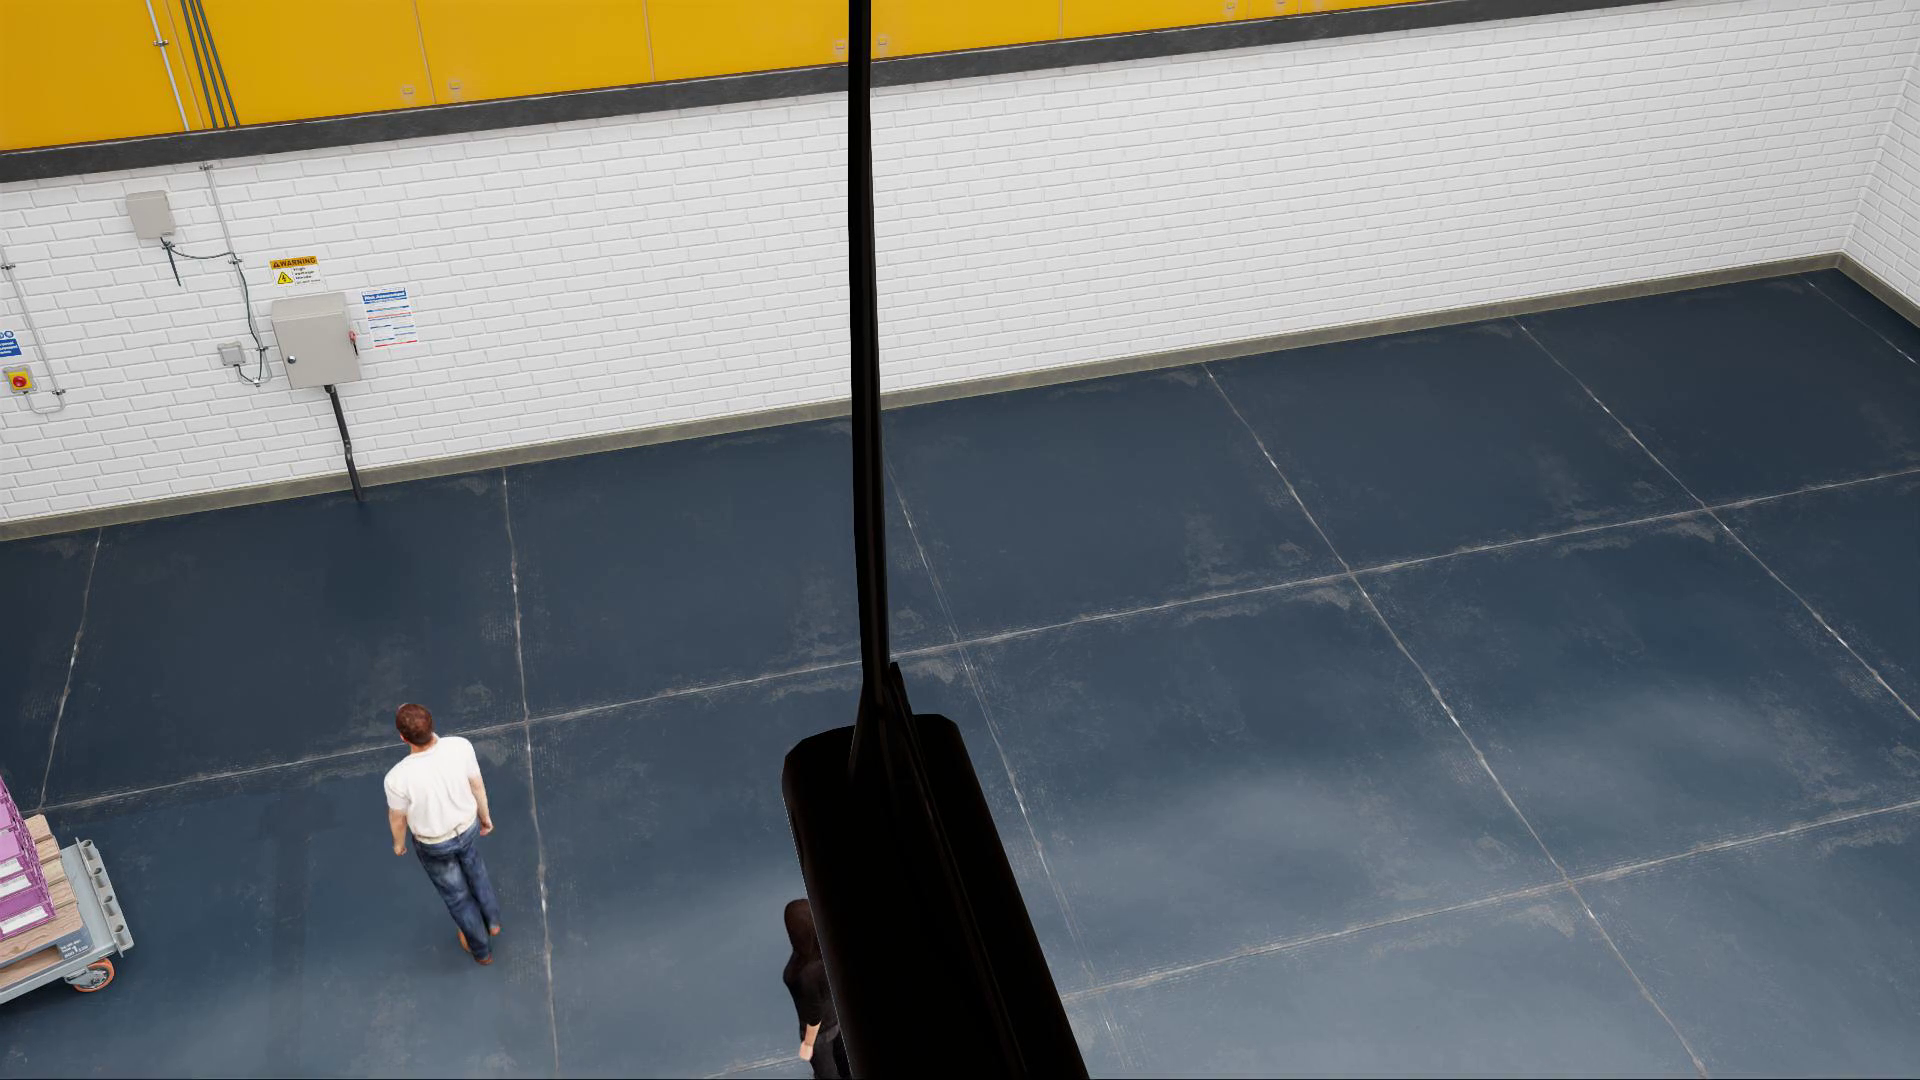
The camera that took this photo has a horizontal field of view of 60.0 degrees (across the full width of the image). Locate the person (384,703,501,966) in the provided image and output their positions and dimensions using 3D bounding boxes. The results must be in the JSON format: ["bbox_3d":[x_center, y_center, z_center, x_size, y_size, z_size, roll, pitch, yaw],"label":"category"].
[{"bbox_3d":[-2.723,1.654,8.996,0.841,1.835,0.809,30,47,32],"label":"person"}]

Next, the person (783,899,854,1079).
[{"bbox_3d":[-0.678,2.353,8.277,0.724,1.640,0.599,8,39,9],"label":"person"}]
